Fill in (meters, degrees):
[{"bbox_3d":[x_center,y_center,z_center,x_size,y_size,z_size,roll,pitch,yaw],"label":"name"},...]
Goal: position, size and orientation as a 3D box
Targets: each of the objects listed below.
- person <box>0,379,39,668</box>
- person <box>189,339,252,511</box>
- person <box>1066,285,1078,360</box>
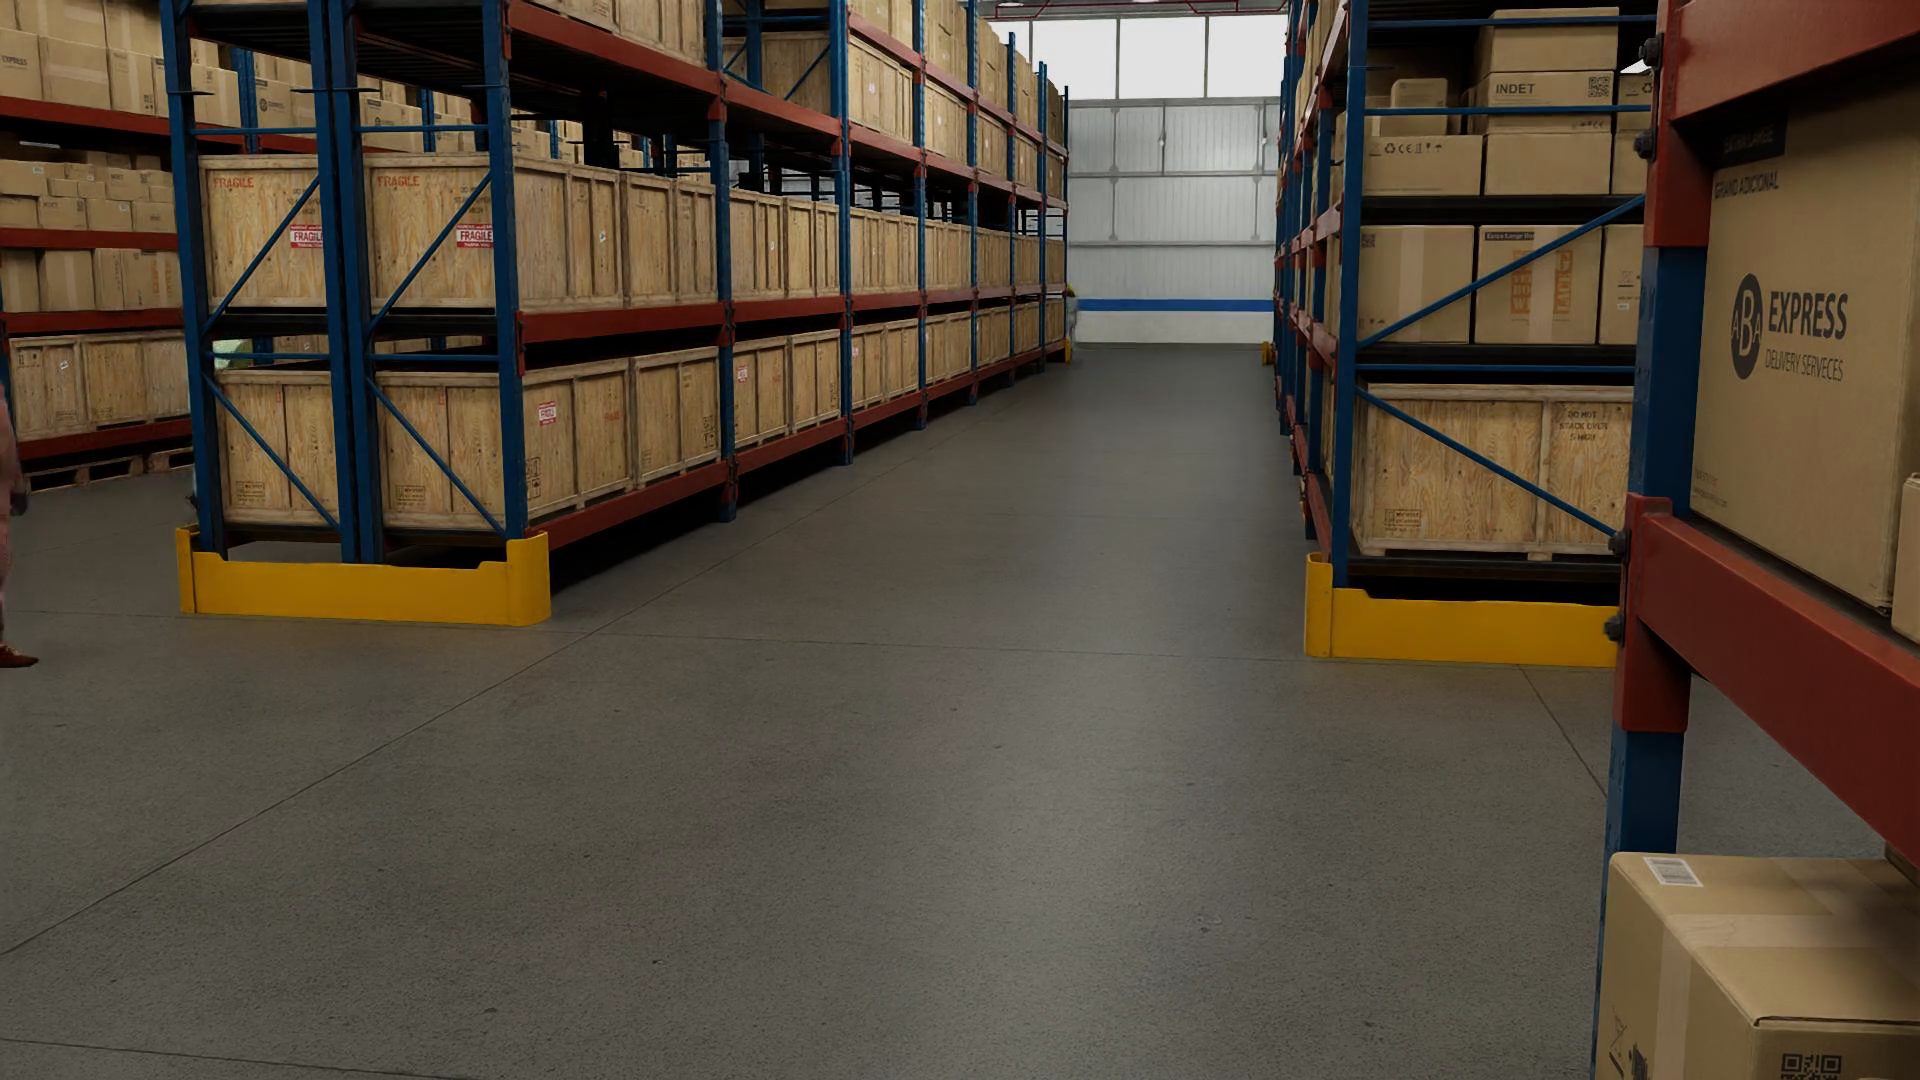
[{"bbox_3d":[-4.934,-0.266,8.367,0.420,1.893,0.679,-1,9,-5],"label":"person"},{"bbox_3d":[-5.792,-1.004,13.165,0.572,1.830,0.495,7,11,36],"label":"person"},{"bbox_3d":[2.461,-5.044,38.550,0.501,1.725,0.615,-6,11,-33],"label":"person"}]
